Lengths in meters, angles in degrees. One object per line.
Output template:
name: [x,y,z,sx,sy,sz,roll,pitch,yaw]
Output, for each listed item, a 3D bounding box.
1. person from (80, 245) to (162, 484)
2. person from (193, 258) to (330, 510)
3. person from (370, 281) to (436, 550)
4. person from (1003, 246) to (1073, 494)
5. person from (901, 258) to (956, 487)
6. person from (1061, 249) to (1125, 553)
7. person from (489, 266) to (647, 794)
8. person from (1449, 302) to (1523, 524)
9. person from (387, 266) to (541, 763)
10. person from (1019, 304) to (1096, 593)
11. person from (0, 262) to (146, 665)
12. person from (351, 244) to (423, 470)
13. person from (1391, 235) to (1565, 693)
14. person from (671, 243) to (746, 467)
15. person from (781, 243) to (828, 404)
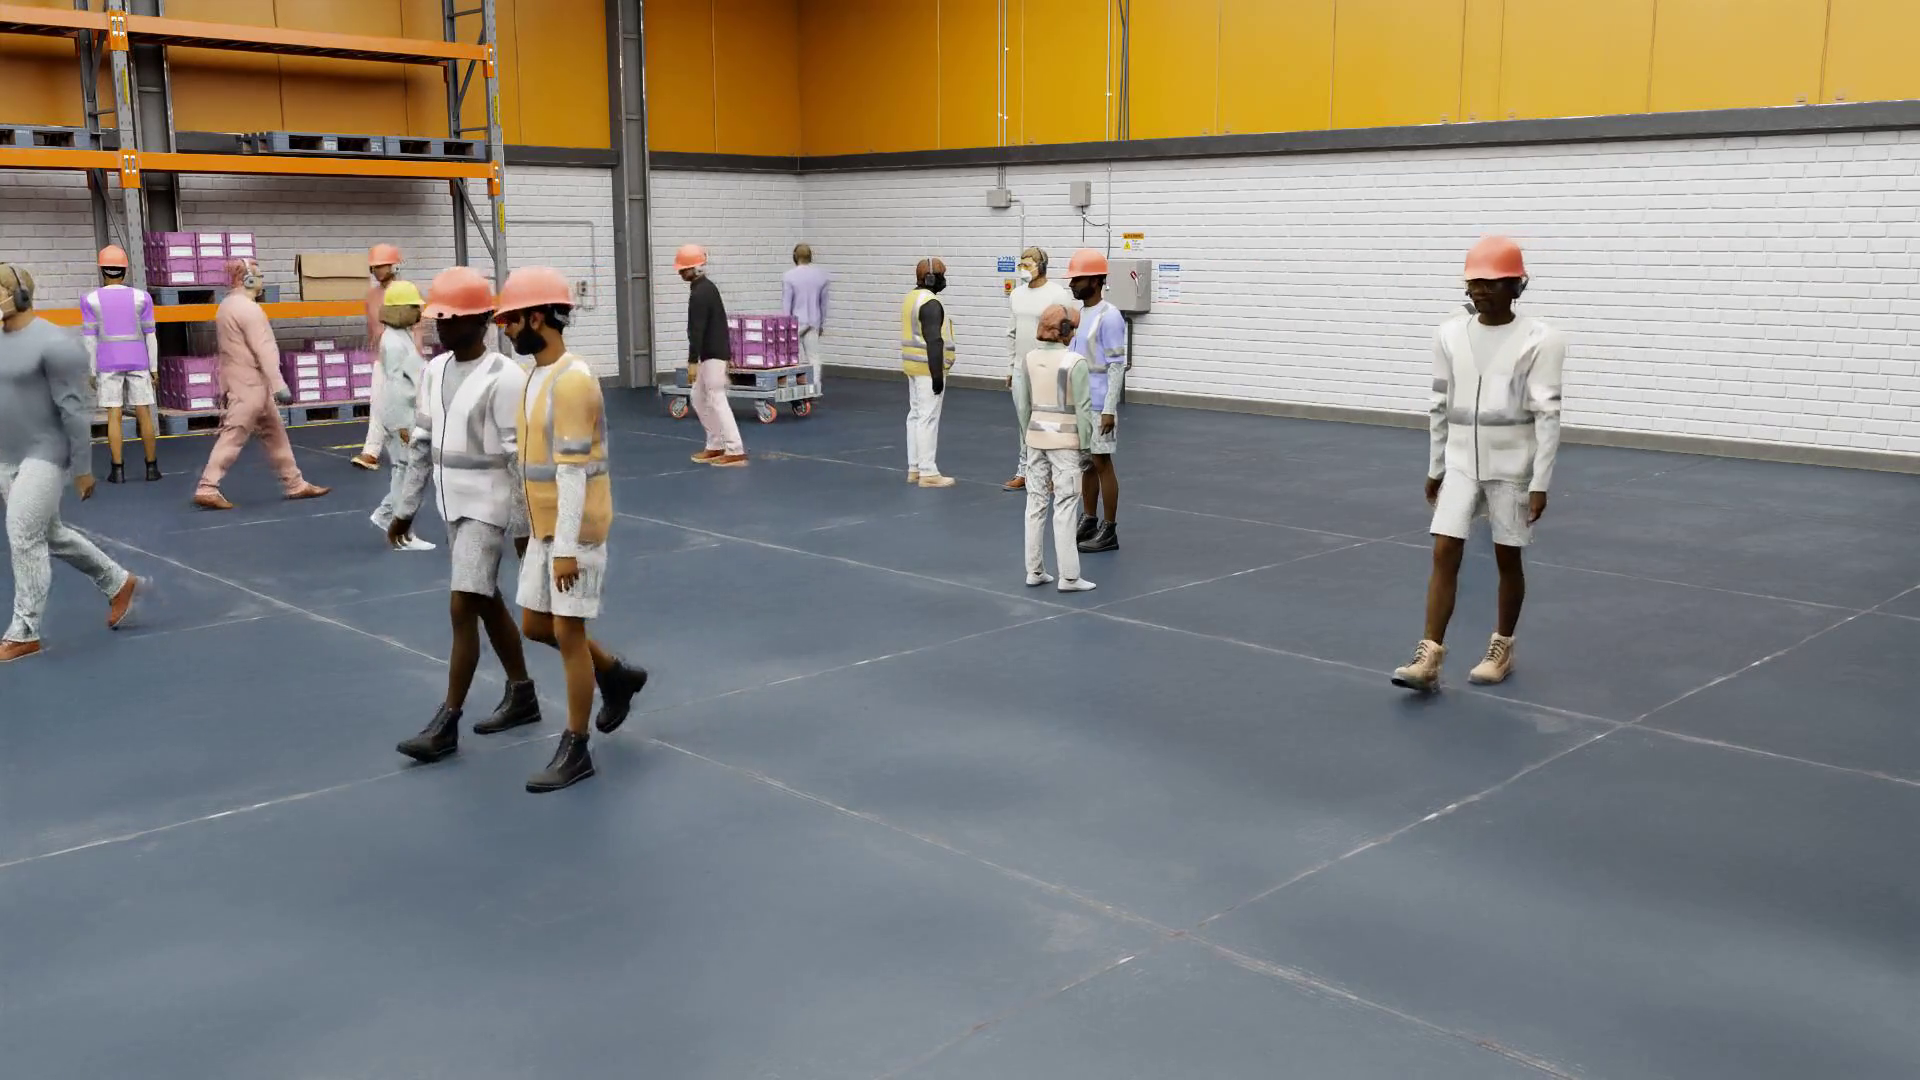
person: [-6.860,-1.429,13.620,0.542,1.938,0.357,-6,12,-30]
person: [-5.300,-1.163,12.416,1.010,1.859,0.643,-7,12,-33]
person: [-3.553,-0.787,10.664,0.375,1.731,0.506,-2,11,-10]
person: [0.604,-1.321,13.025,0.356,1.938,0.633,-10,14,-43]
person: [-0.250,-1.355,13.476,0.429,1.841,0.634,-3,11,-18]
person: [0.824,-0.885,10.654,0.375,1.935,0.551,-4,11,-23]
person: [-1.427,-0.059,6.234,0.628,1.917,0.544,-9,14,-41]
person: [3.662,-1.025,11.667,0.504,1.847,0.345,3,11,17]
person: [-1.978,-0.108,6.551,0.580,1.907,0.782,9,14,39]
person: [0.546,-0.519,9.473,0.514,1.639,0.310,10,15,44]
person: [-4.438,-0.399,8.113,0.639,1.910,0.908,5,12,26]
person: [-4.937,-1.594,14.516,0.624,1.944,1.023,3,11,15]
person: [2.247,-0.300,7.252,0.636,2.009,0.924,9,14,40]
person: [-2.173,-1.594,14.476,0.637,1.945,0.635,-1,10,-4]
person: [-1.944,-2.599,20.043,0.665,1.919,0.682,-8,13,-36]
